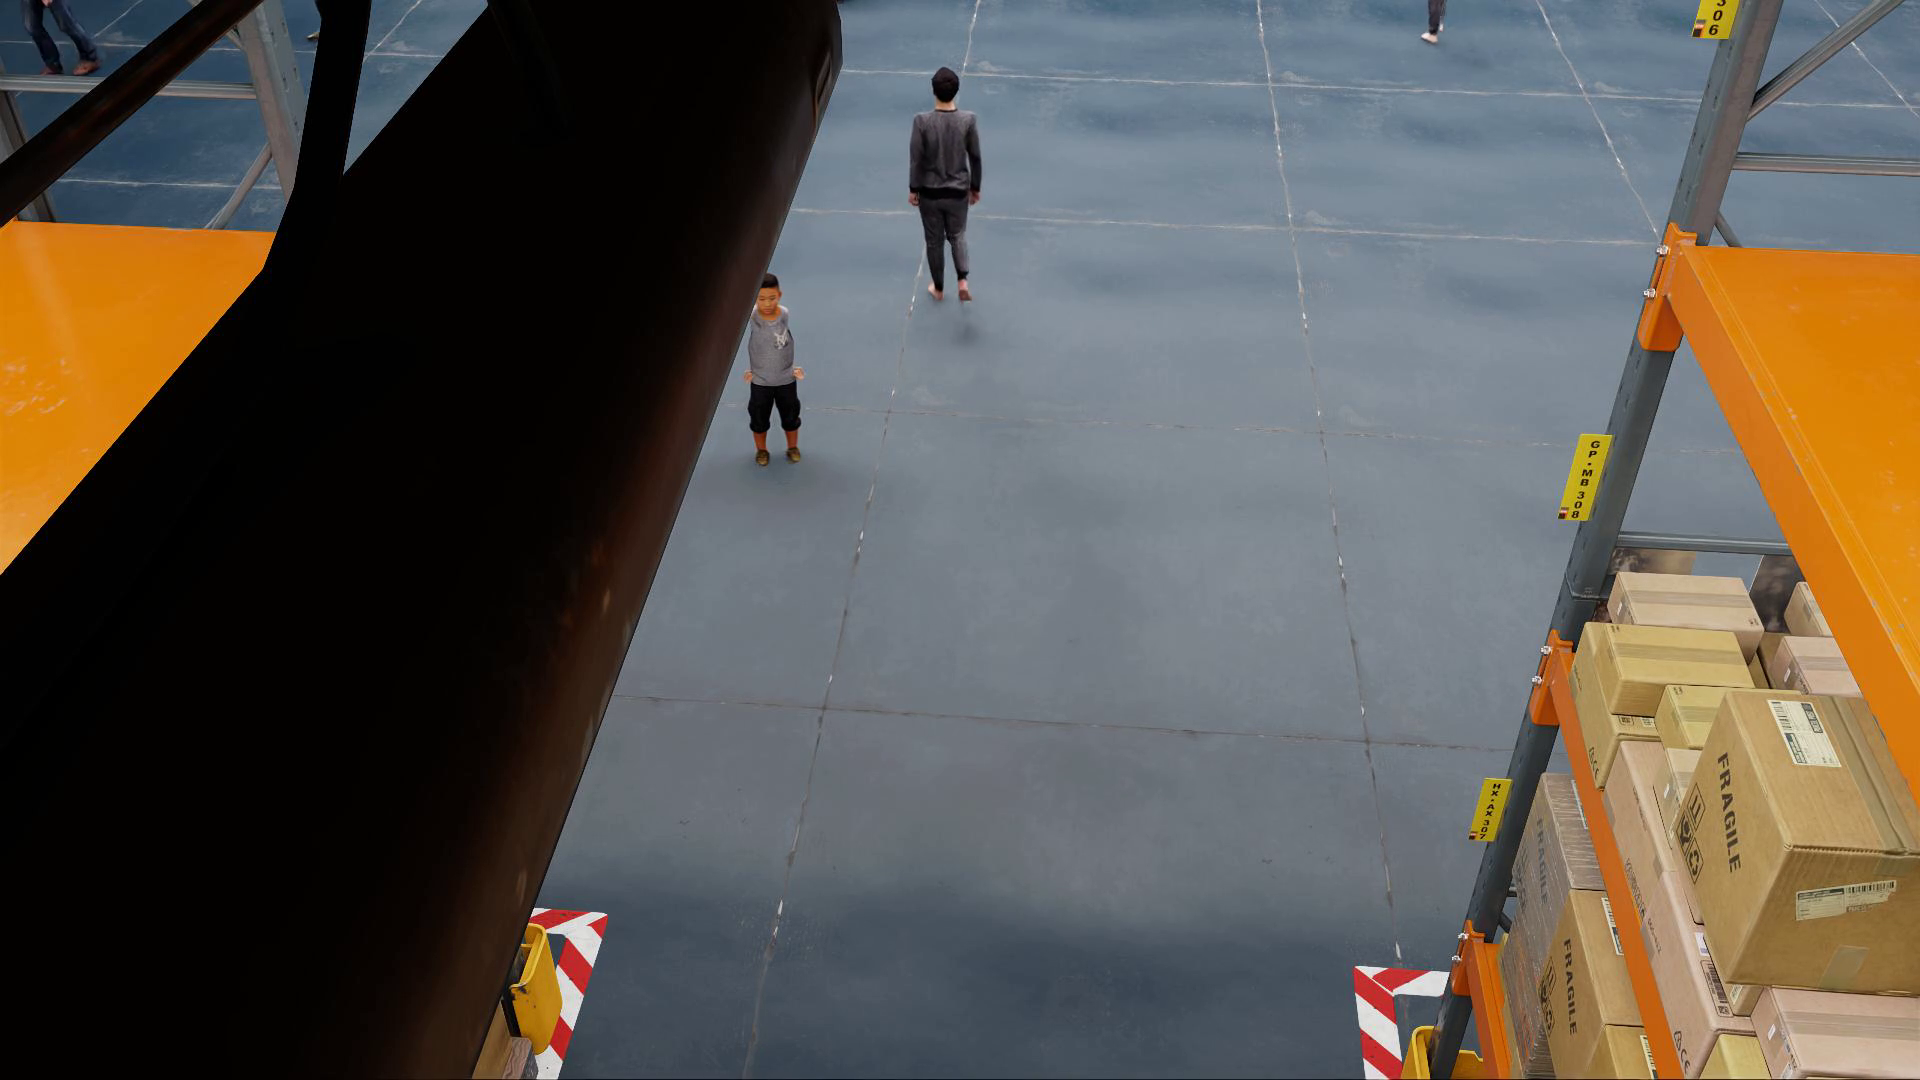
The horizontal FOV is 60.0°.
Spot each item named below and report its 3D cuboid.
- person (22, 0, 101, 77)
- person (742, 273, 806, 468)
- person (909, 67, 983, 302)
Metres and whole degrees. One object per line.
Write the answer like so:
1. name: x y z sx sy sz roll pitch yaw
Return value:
1. person: -8.656 -5.285 15.751 0.917 1.849 1.016 22 43 26
2. person: -1.222 -1.136 10.770 0.607 1.453 0.569 -6 39 -8
3. person: -0.096 -2.544 12.266 0.823 1.828 0.897 -8 39 -11
